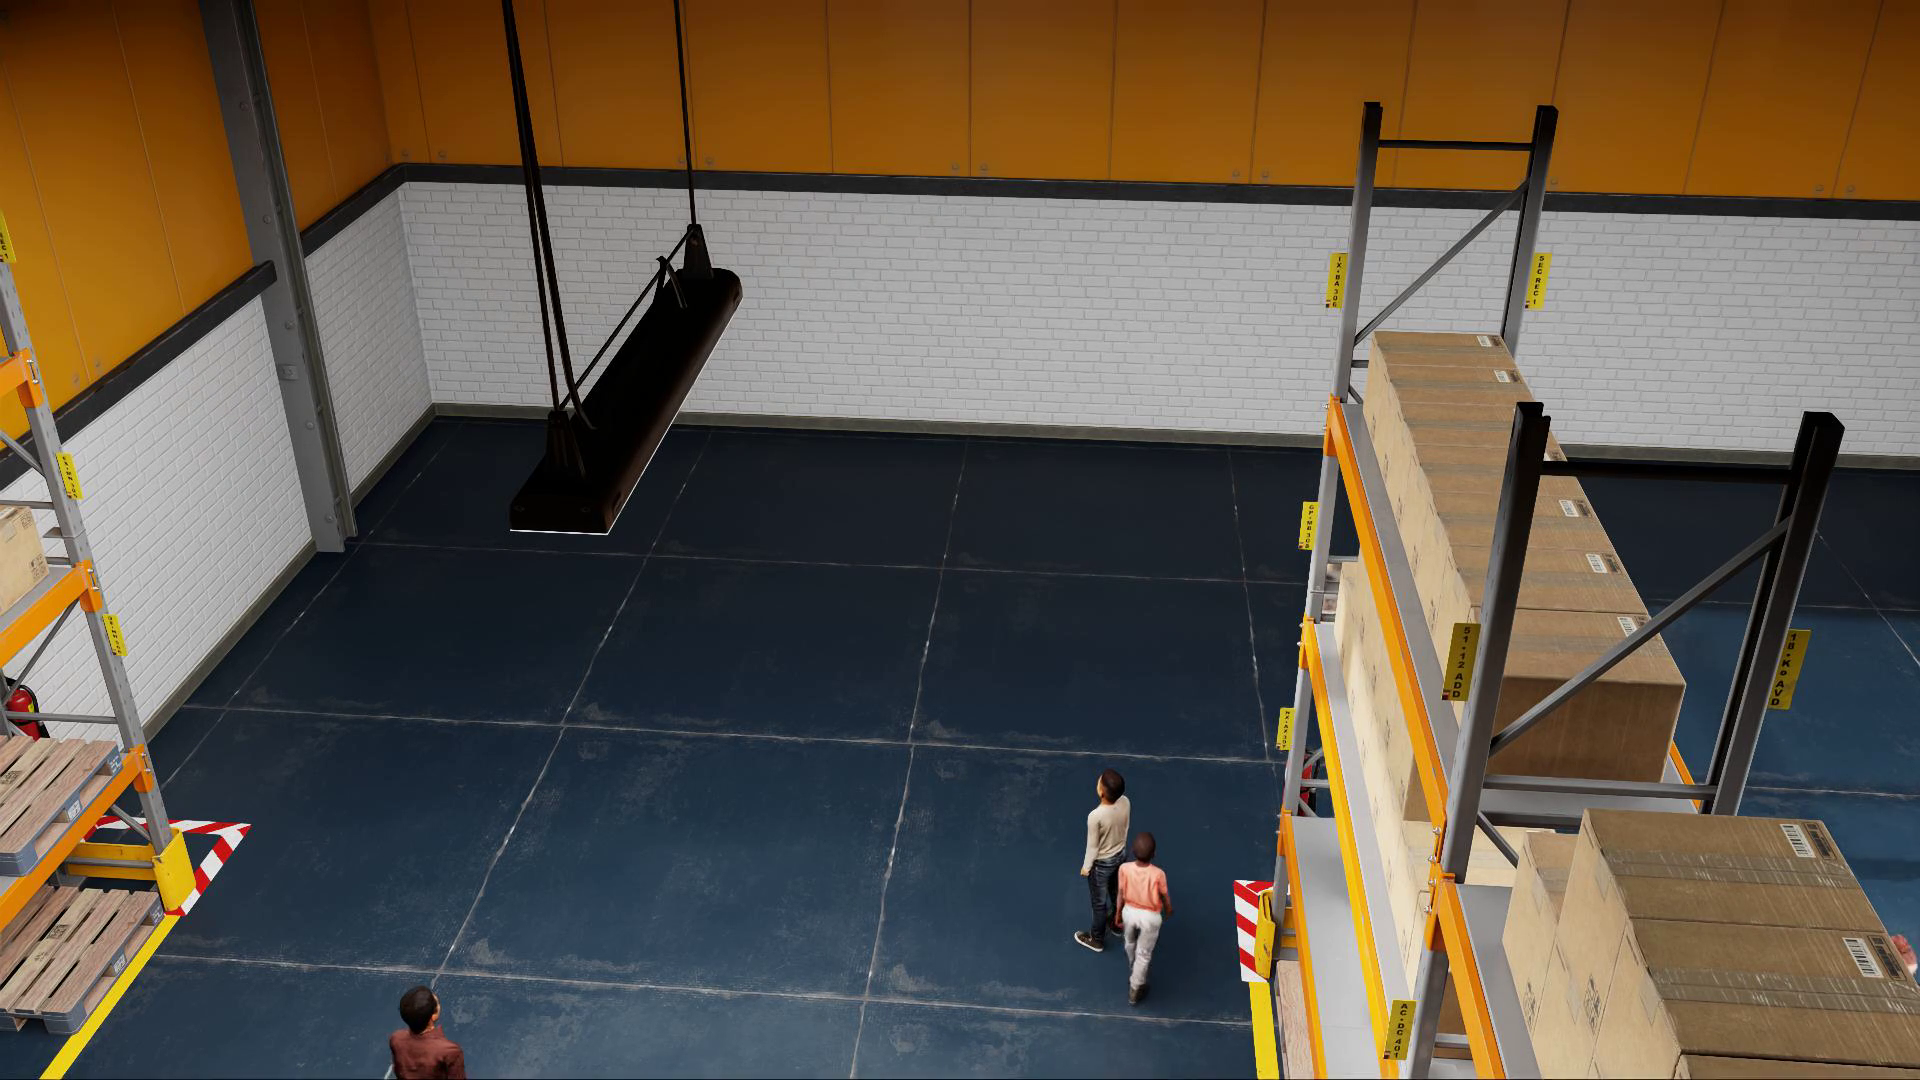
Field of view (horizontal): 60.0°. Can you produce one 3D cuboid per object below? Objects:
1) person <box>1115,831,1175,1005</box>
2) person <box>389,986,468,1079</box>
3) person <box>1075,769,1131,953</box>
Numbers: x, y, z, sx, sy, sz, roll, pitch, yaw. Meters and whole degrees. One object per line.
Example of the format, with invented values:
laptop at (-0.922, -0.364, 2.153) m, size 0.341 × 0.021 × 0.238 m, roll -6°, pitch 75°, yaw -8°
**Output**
person at (1.211, 2.546, 11.134) m, size 0.647 × 1.290 × 0.825 m, roll 12°, pitch 31°, yaw 21°
person at (-2.974, 3.283, 9.317) m, size 0.781 × 1.736 × 1.172 m, roll 7°, pitch 29°, yaw 13°
person at (1.021, 2.212, 11.564) m, size 0.623 × 1.464 × 0.689 m, roll -23°, pitch 36°, yaw -36°
